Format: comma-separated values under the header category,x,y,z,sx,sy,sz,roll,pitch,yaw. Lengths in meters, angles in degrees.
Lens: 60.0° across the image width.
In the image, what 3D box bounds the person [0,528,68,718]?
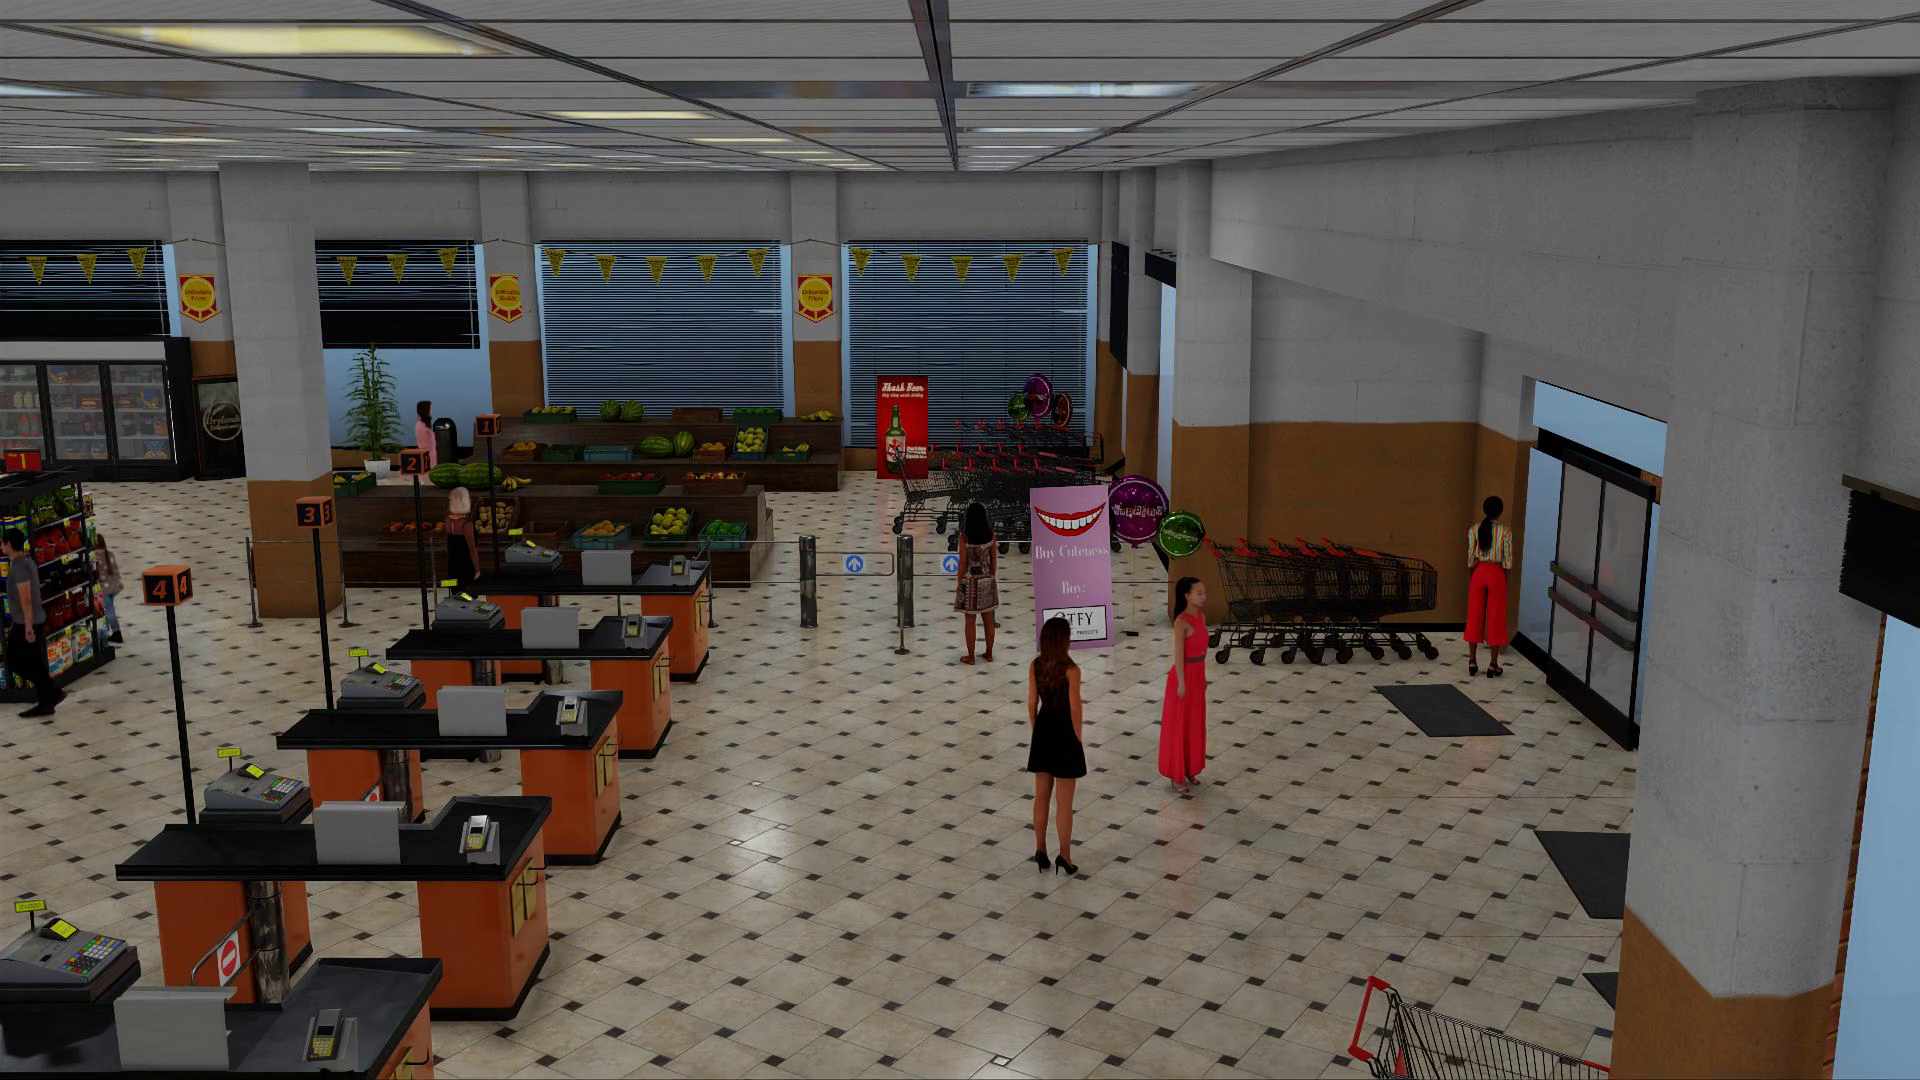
category,x,y,z,sx,sy,sz,roll,pitch,yaw
person,-8.322,0.747,15.017,0.813,1.734,0.759,-6,13,-28

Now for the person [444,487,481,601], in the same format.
category,x,y,z,sx,sy,sz,roll,pitch,yaw
person,-5.094,0.314,17.039,0.648,1.749,0.728,10,15,39

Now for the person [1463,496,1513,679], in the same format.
category,x,y,z,sx,sy,sz,roll,pitch,yaw
person,5.172,0.449,16.290,0.632,1.793,0.738,7,14,31

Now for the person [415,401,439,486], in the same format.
category,x,y,z,sx,sy,sz,roll,pitch,yaw
person,-7.594,-1.050,23.442,1.063,1.779,0.700,-2,12,-8

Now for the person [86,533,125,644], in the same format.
category,x,y,z,sx,sy,sz,roll,pitch,yaw
person,-8.933,0.517,17.475,0.761,1.171,0.636,5,13,21

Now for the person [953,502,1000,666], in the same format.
category,x,y,z,sx,sy,sz,roll,pitch,yaw
person,0.166,0.427,16.752,0.640,1.644,0.784,-6,13,-27

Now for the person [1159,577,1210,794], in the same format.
category,x,y,z,sx,sy,sz,roll,pitch,yaw
person,1.806,1.132,13.206,0.759,1.727,0.717,9,15,37

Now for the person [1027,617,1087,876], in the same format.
category,x,y,z,sx,sy,sz,roll,pitch,yaw
person,0.656,1.429,11.535,0.638,1.834,0.731,8,14,34
